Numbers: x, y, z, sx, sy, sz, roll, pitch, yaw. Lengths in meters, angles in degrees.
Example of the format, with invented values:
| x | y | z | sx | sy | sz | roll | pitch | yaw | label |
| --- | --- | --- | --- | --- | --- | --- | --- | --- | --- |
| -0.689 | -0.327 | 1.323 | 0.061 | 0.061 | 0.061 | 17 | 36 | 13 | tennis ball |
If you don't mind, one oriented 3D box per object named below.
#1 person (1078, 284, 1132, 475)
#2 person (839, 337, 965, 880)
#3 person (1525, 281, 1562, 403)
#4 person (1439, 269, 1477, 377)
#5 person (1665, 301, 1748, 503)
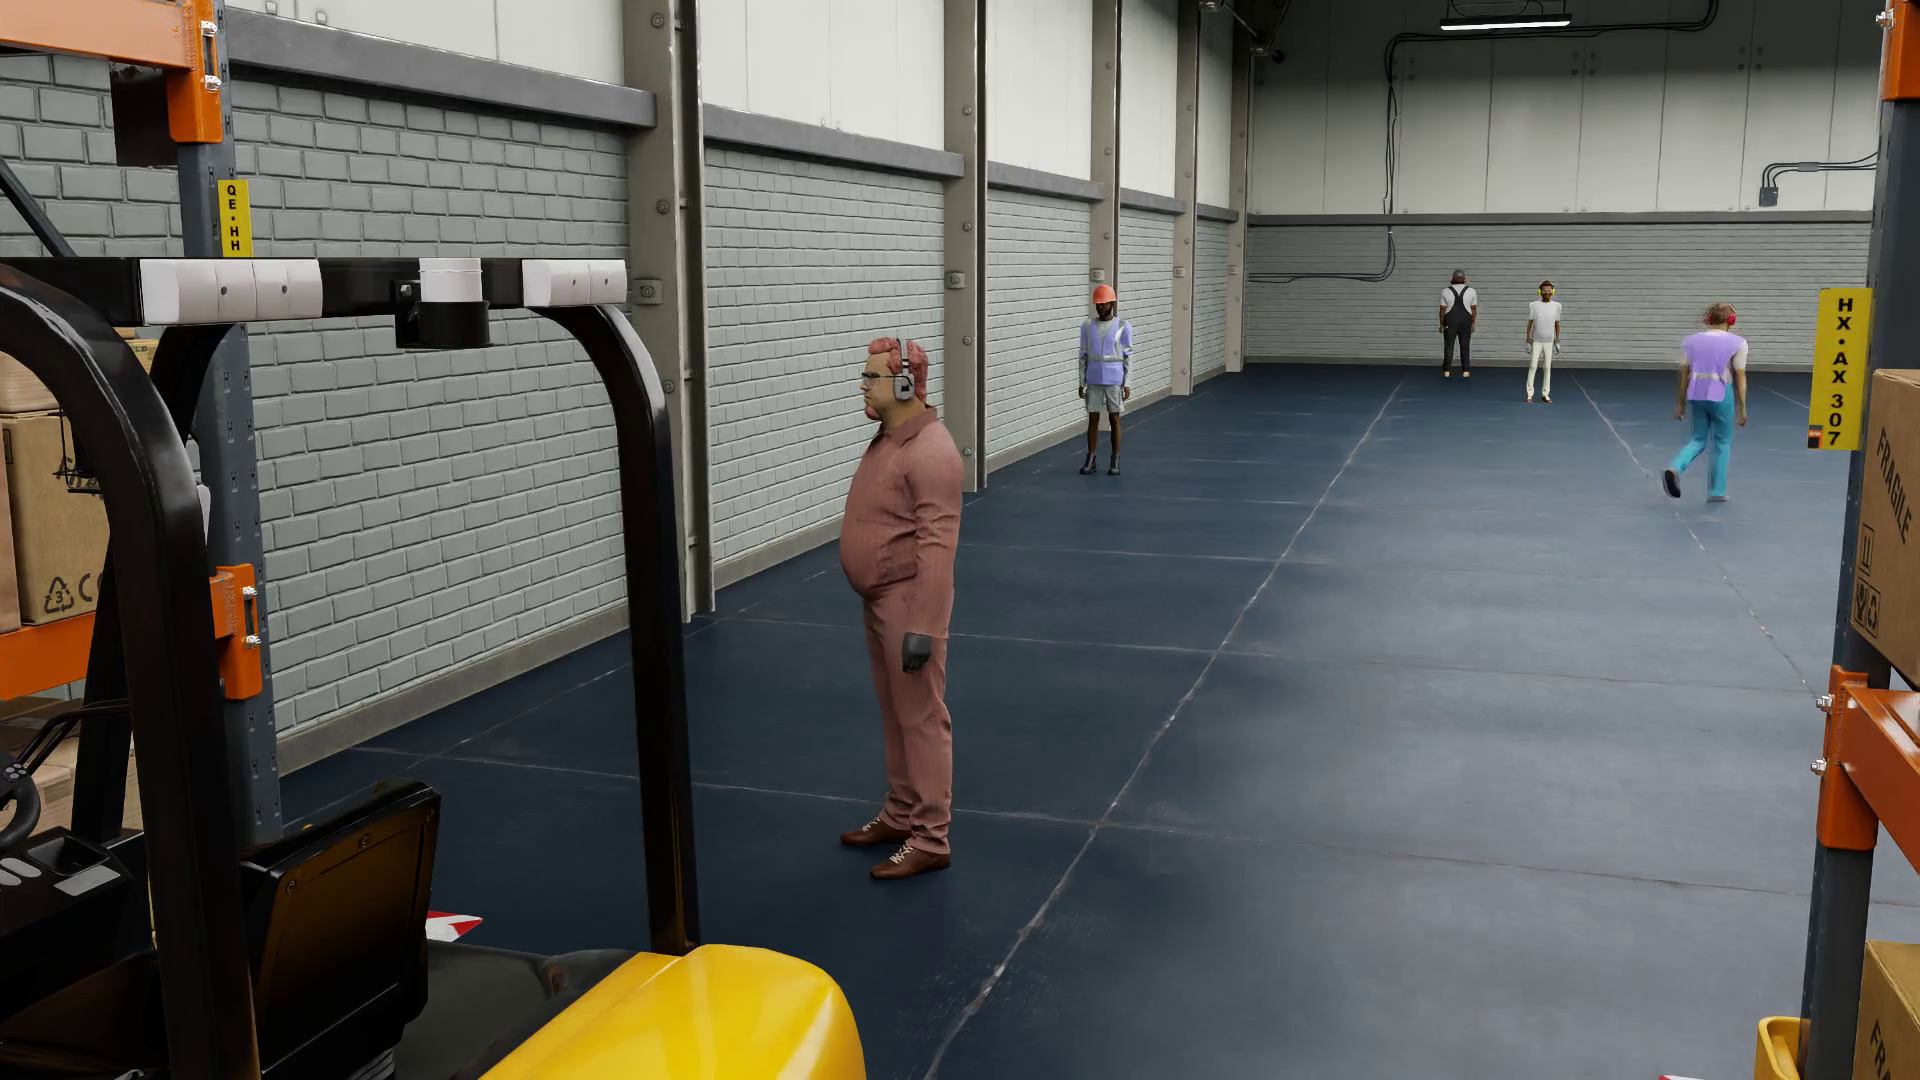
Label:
| x | y | z | sx | sy | sz | roll | pitch | yaw | label |
| --- | --- | --- | --- | --- | --- | --- | --- | --- | --- |
| 1.463 | -1.618 | 16.885 | 0.552 | 1.935 | 0.374 | 3 | 10 | 19 | person |
| -0.225 | 0.238 | 5.916 | 0.406 | 1.911 | 0.636 | -3 | 10 | -17 | person |
| 8.954 | -3.037 | 25.527 | 0.521 | 1.874 | 0.327 | 1 | 10 | 9 | person |
| 9.358 | -4.093 | 31.313 | 0.675 | 2.000 | 0.536 | 2 | 10 | 13 | person |
| 6.697 | -1.223 | 14.888 | 0.629 | 1.819 | 0.604 | -7 | 12 | -35 | person |
